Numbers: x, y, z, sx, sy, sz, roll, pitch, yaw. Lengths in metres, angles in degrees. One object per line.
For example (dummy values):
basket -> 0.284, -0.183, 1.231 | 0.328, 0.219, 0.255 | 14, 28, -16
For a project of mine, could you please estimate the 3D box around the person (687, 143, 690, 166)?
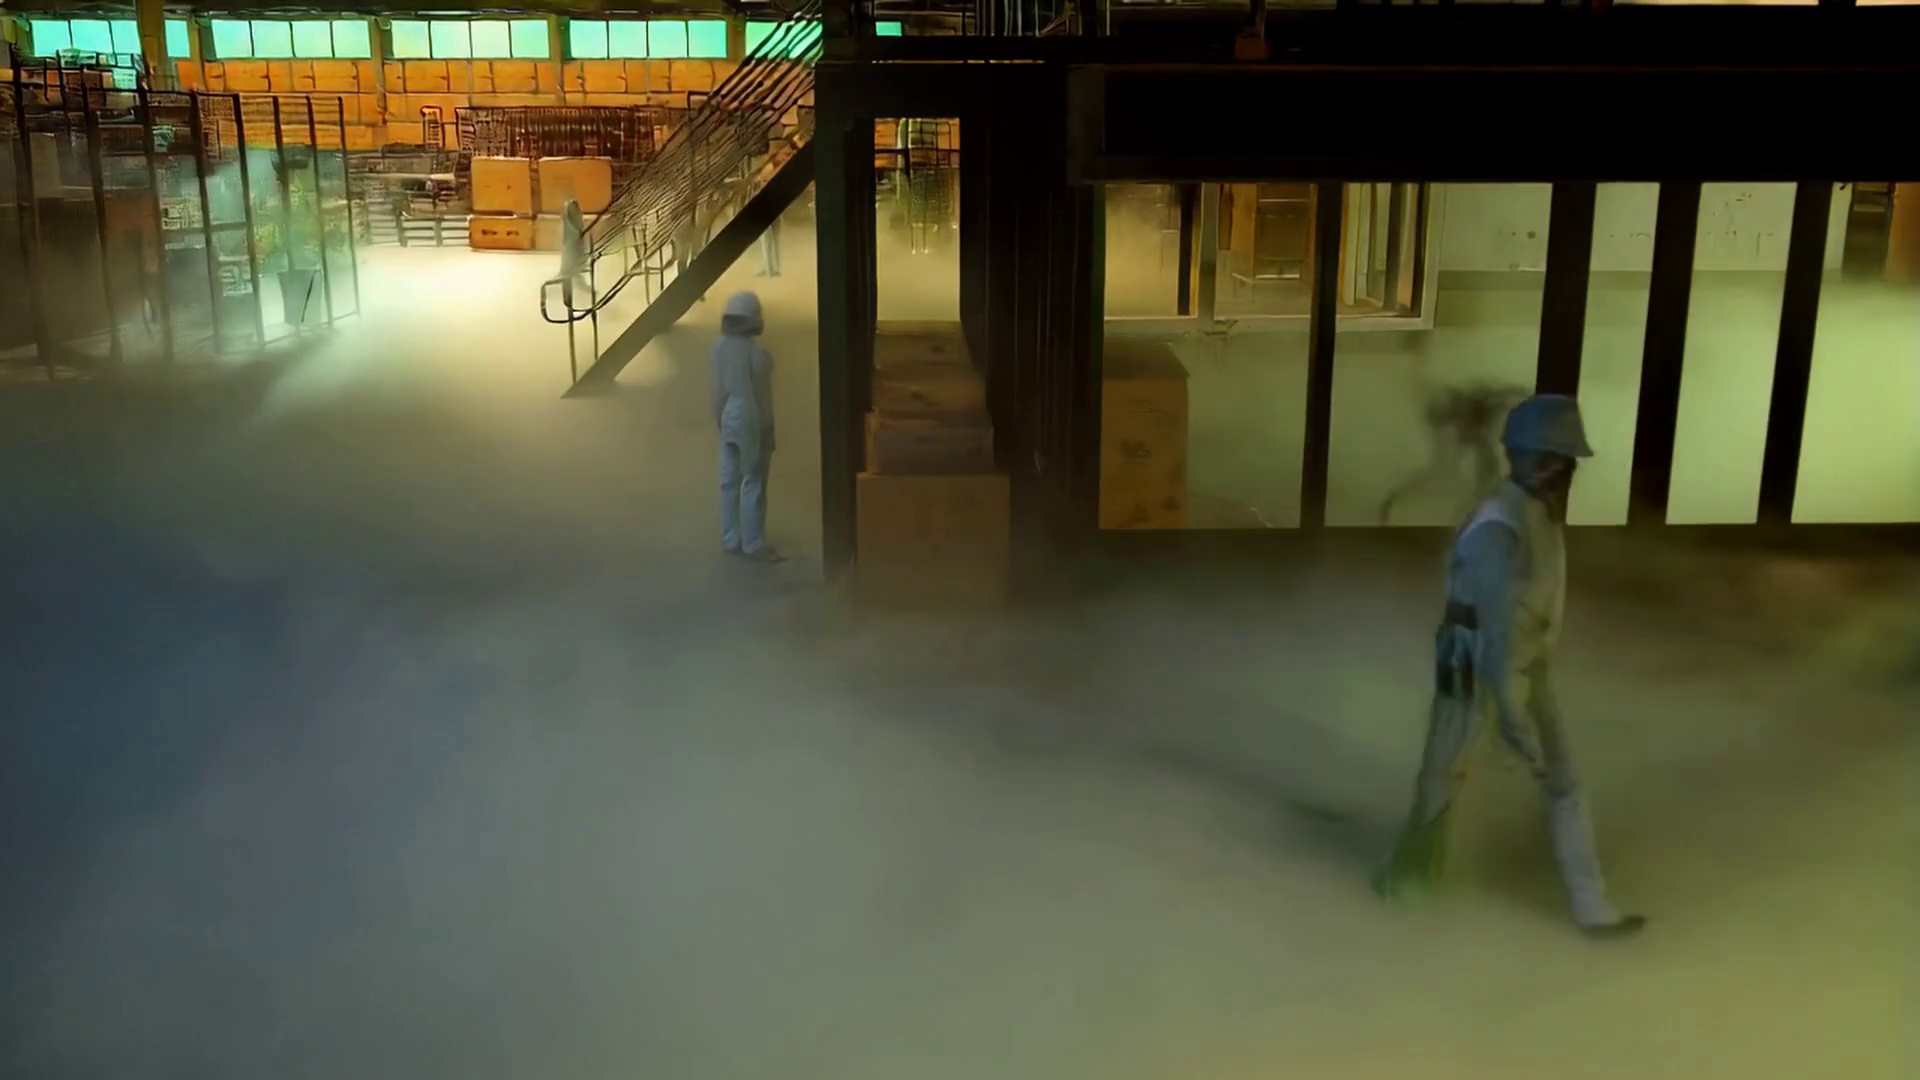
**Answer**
person -> -13.738, -19.438, 85.252 | 0.950, 1.792, 0.582 | -1, 14, -6

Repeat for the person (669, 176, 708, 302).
person -> -4.228, -4.699, 25.969 | 0.613, 1.962, 0.362 | -3, 14, -13

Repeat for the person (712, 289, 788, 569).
person -> -1.328, -0.688, 10.391 | 0.486, 1.744, 0.294 | 11, 18, 38

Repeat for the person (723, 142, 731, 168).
person -> -12.054, -19.508, 85.450 | 0.660, 1.823, 0.573 | 2, 14, 7

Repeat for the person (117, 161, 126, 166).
person -> -31.950, -14.074, 63.518 | 0.409, 1.938, 0.546 | -9, 16, -31

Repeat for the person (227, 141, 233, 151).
person -> -34.303, -17.778, 78.243 | 0.889, 1.962, 0.616 | -10, 17, -35

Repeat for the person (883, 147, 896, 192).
person -> -2.862, -15.207, 68.166 | 0.663, 1.867, 0.656 | 3, 14, 11

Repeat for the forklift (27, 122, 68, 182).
forklift -> -35.376, -14.773, 64.377 | 1.129, 2.768, 1.873 | -1, 14, -2

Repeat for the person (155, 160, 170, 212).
person -> -24.816, -10.965, 51.690 | 0.287, 1.631, 0.501 | 3, 14, 10

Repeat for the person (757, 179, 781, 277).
person -> -3.496, -5.700, 30.375 | 0.527, 1.768, 0.313 | 8, 16, 29

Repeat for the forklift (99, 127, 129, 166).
forklift -> -37.902, -17.236, 74.222 | 1.129, 2.768, 1.873 | -3, 14, -11

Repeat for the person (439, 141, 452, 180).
person -> -25.067, -18.460, 81.012 | 0.615, 1.943, 0.409 | -9, 17, -32

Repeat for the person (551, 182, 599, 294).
person -> -6.364, -4.927, 27.196 | 0.807, 1.821, 0.510 | -9, 17, -32

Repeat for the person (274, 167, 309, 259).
person -> -13.685, -6.679, 34.046 | 0.607, 1.900, 0.592 | 0, 14, 1

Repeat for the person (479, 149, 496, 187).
person -> -19.543, -15.233, 68.542 | 0.828, 1.735, 0.531 | -2, 14, -9

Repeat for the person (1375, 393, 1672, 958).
person -> 1.850, 0.473, 5.423 | 0.995, 1.894, 0.606 | 12, 18, 39

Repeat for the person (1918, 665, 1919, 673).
person -> 5.183, -0.208, 8.238 | 0.692, 1.857, 0.608 | -2, 14, -7
